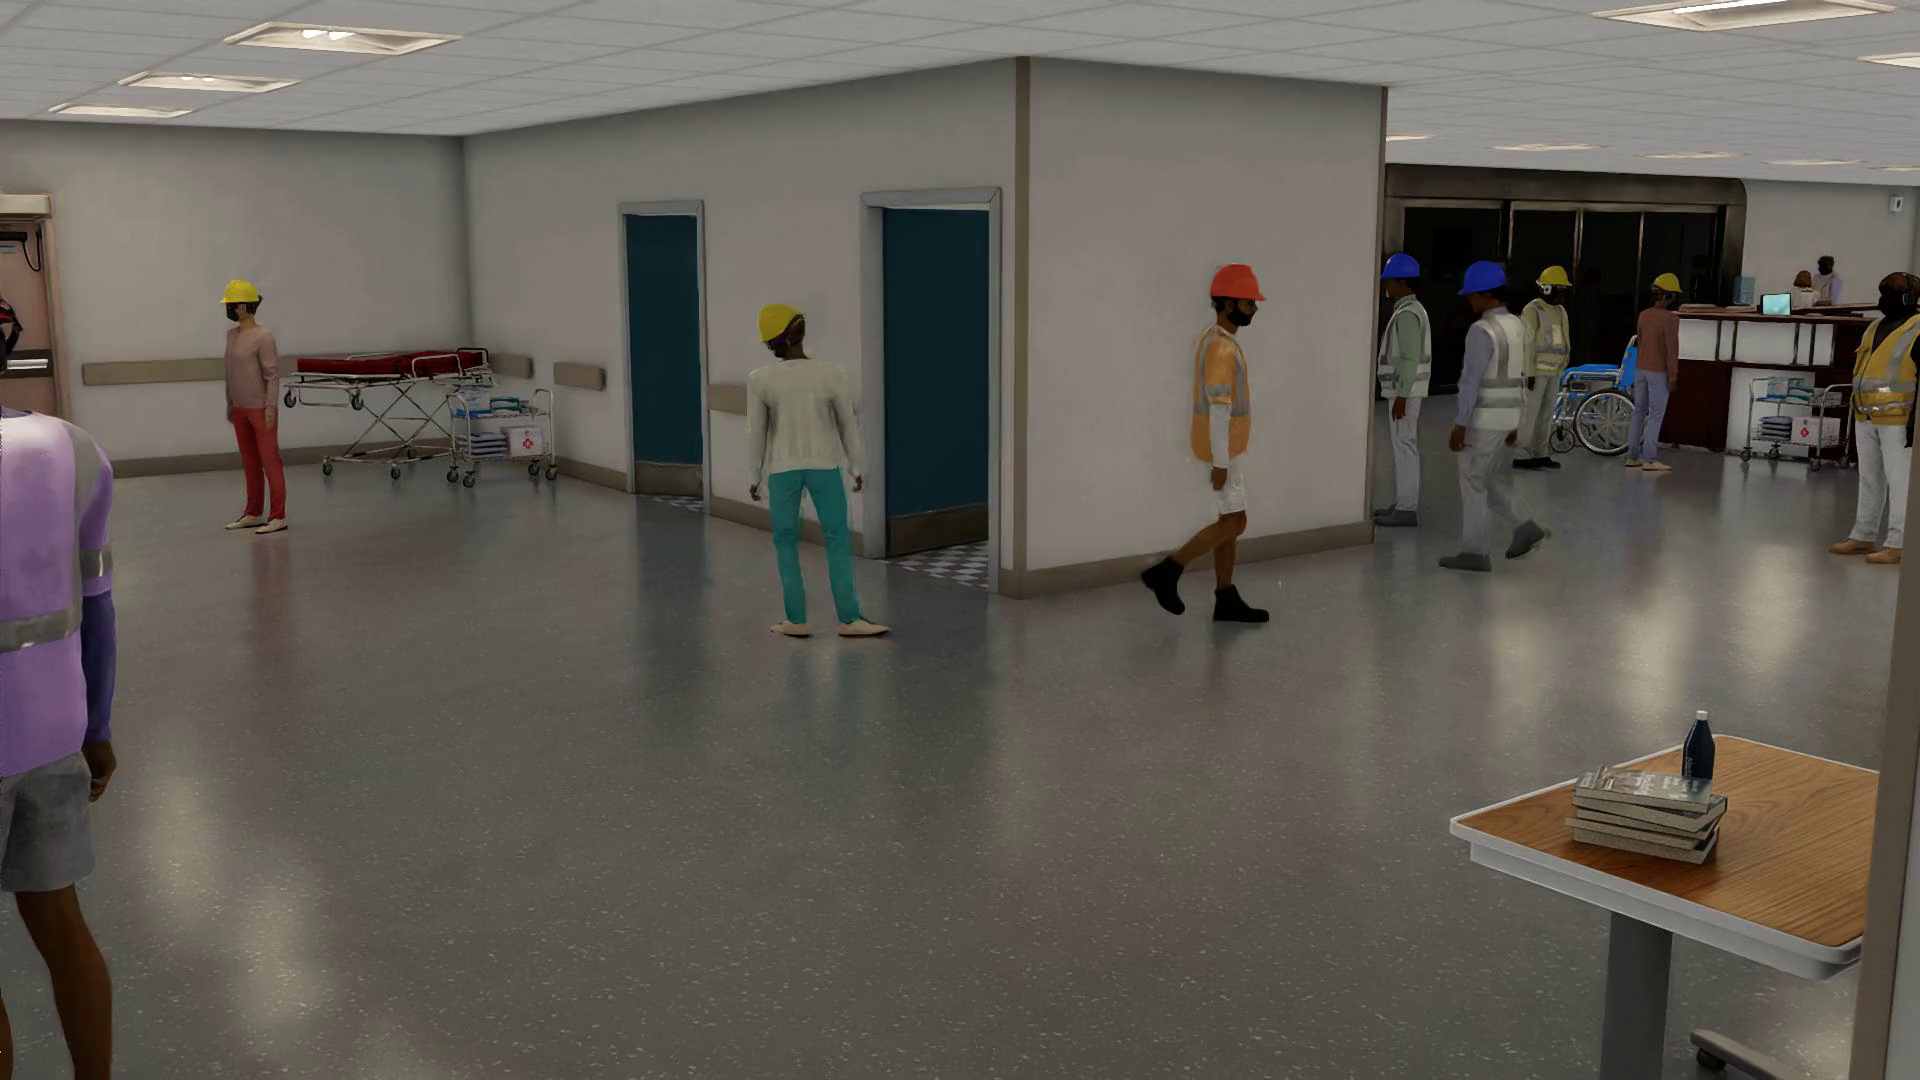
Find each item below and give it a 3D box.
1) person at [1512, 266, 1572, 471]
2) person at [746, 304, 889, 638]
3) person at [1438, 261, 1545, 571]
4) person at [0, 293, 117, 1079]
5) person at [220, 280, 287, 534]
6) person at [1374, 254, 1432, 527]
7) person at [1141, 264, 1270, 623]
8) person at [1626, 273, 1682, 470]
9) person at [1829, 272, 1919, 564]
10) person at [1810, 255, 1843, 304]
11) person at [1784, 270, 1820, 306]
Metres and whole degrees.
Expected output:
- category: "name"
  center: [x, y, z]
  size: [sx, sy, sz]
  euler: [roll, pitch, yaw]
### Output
- category: "person"
  center: [5.223, -1.523, 14.843]
  size: [0.590, 1.827, 0.403]
  euler: [-8, 13, -38]
- category: "person"
  center: [-0.721, -0.346, 8.537]
  size: [0.742, 1.716, 0.311]
  euler: [0, 10, 1]
- category: "person"
  center: [3.267, -0.742, 10.189]
  size: [0.524, 1.919, 0.612]
  euler: [8, 13, 36]
- category: "person"
  center: [-2.019, 0.411, 3.429]
  size: [0.407, 2.031, 0.612]
  euler: [3, 11, 18]
- category: "person"
  center: [-4.965, -0.927, 11.644]
  size: [0.523, 1.769, 0.321]
  euler: [7, 12, 34]
- category: "person"
  center: [3.160, -1.067, 11.922]
  size: [0.406, 1.945, 0.614]
  euler: [3, 10, 15]
- category: "person"
  center: [1.336, -0.492, 8.793]
  size: [0.584, 1.920, 0.544]
  euler: [1, 10, 7]
- category: "person"
  center: [6.239, -1.499, 14.881]
  size: [0.339, 1.757, 0.518]
  euler: [-3, 11, -15]
- category: "person"
  center: [5.890, -0.771, 10.565]
  size: [0.429, 1.845, 0.621]
  euler: [-2, 10, -8]
- category: "person"
  center: [13.637, -3.583, 26.339]
  size: [0.535, 1.830, 0.677]
  euler: [-1, 10, -7]
- category: "person"
  center: [12.170, -3.086, 24.113]
  size: [0.507, 1.633, 0.276]
  euler: [6, 12, 30]
